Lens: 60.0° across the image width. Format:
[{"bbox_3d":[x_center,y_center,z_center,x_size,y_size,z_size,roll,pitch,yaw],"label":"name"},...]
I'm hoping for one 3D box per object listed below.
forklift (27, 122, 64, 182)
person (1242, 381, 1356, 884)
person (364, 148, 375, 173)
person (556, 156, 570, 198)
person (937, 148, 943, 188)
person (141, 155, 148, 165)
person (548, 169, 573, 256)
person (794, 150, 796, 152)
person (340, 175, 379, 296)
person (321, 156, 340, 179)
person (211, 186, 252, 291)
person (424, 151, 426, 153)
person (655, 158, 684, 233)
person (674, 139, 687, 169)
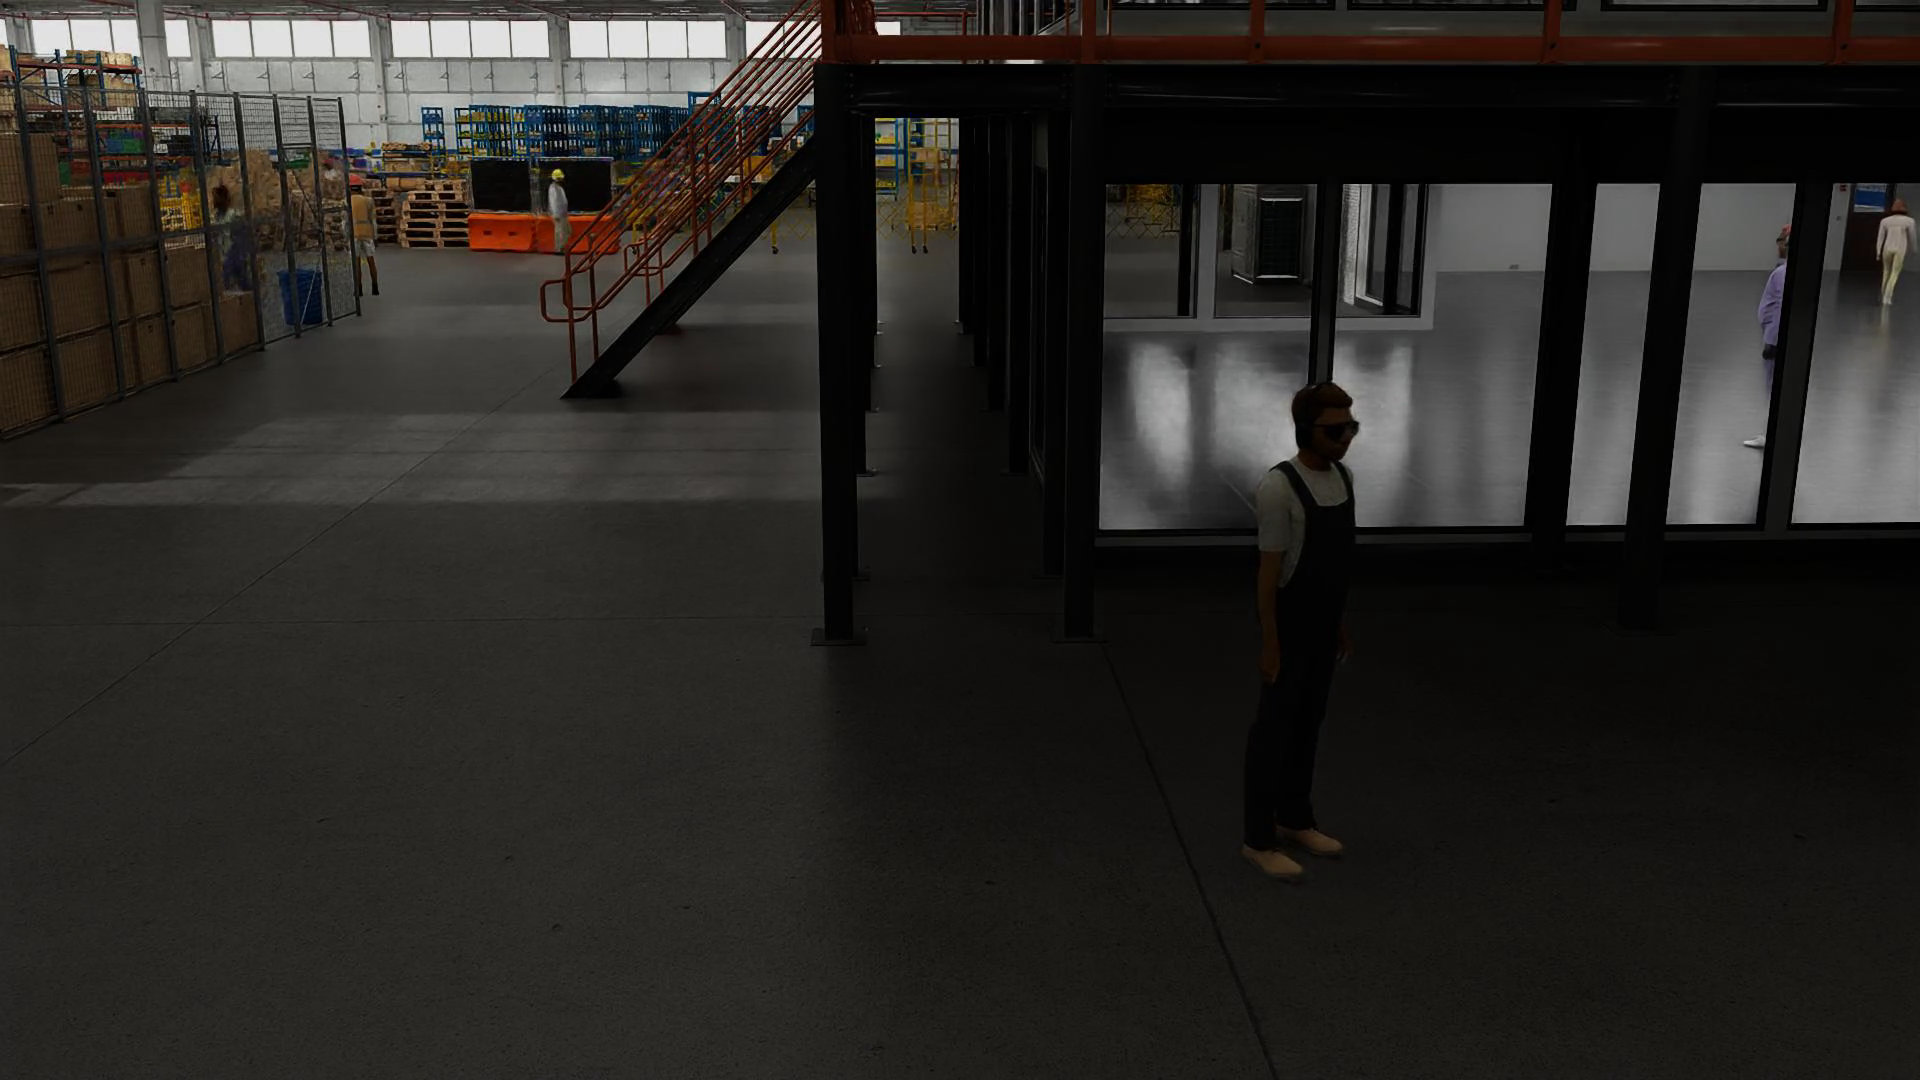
[{"bbox_3d":[-35.376,-14.773,64.377,1.129,2.768,1.873,-1,14,-2],"label":"forklift"},{"bbox_3d":[1.266,0.330,6.112,0.507,1.845,0.339,-13,19,-43],"label":"person"},{"bbox_3d":[-24.013,-15.027,67.622,0.926,1.790,0.598,-3,14,-13],"label":"person"},{"bbox_3d":[-14.125,-12.826,59.179,0.511,1.614,0.355,-3,14,-12],"label":"person"},{"bbox_3d":[-0.920,-16.220,72.449,0.338,1.776,0.531,4,15,15],"label":"person"},{"bbox_3d":[-40.557,-18.935,82.909,0.401,1.941,0.638,9,17,31],"label":"person"},{"bbox_3d":[-8.386,-6.871,34.952,0.496,1.811,0.616,1,14,3],"label":"person"},{"bbox_3d":[-8.300,-19.366,84.528,0.375,1.997,0.612,-6,15,-23],"label":"person"},{"bbox_3d":[-9.715,-4.922,26.926,0.546,1.934,0.376,-7,16,-27],"label":"person"},{"bbox_3d":[-16.006,-8.845,42.609,0.608,1.947,1.002,8,16,28],"label":"person"},{"bbox_3d":[-10.485,-4.063,23.617,0.986,1.870,0.591,-13,19,-41],"label":"person"},{"bbox_3d":[-29.822,-21.300,92.802,0.662,1.728,0.572,-5,15,-19],"label":"person"},{"bbox_3d":[-7.418,-8.750,42.273,0.641,1.919,0.544,0,14,0],"label":"person"},{"bbox_3d":[-13.495,-18.343,80.365,0.635,2.029,0.525,-1,14,-3],"label":"person"}]
